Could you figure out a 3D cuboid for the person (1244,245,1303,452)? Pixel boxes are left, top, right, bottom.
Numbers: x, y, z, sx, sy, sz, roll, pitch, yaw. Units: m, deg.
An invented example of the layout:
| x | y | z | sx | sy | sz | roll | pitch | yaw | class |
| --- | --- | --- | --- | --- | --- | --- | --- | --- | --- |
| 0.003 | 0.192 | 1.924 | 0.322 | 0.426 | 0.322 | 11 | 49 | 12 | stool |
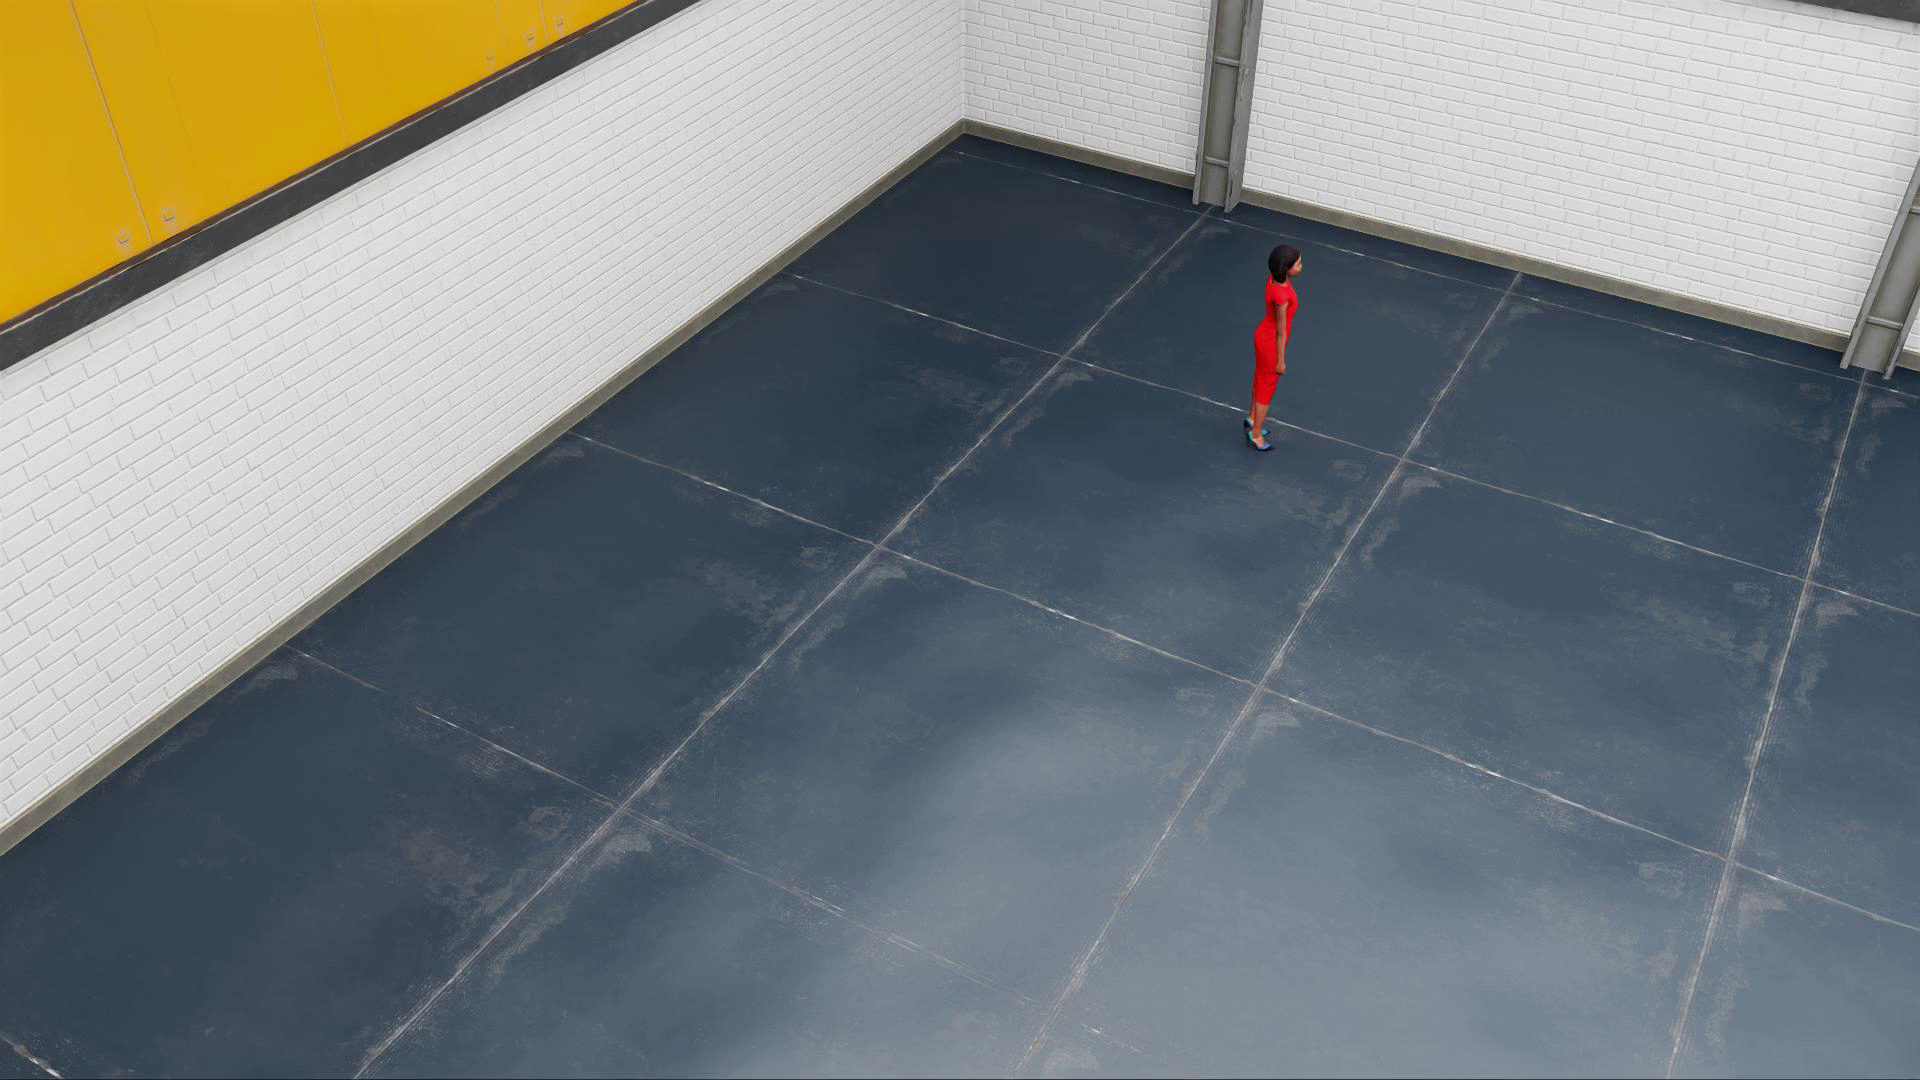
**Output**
| x | y | z | sx | sy | sz | roll | pitch | yaw | class |
| --- | --- | --- | --- | --- | --- | --- | --- | --- | --- |
| 2.389 | -1.478 | 12.784 | 0.638 | 1.743 | 0.635 | 2 | 39 | 3 | person |
